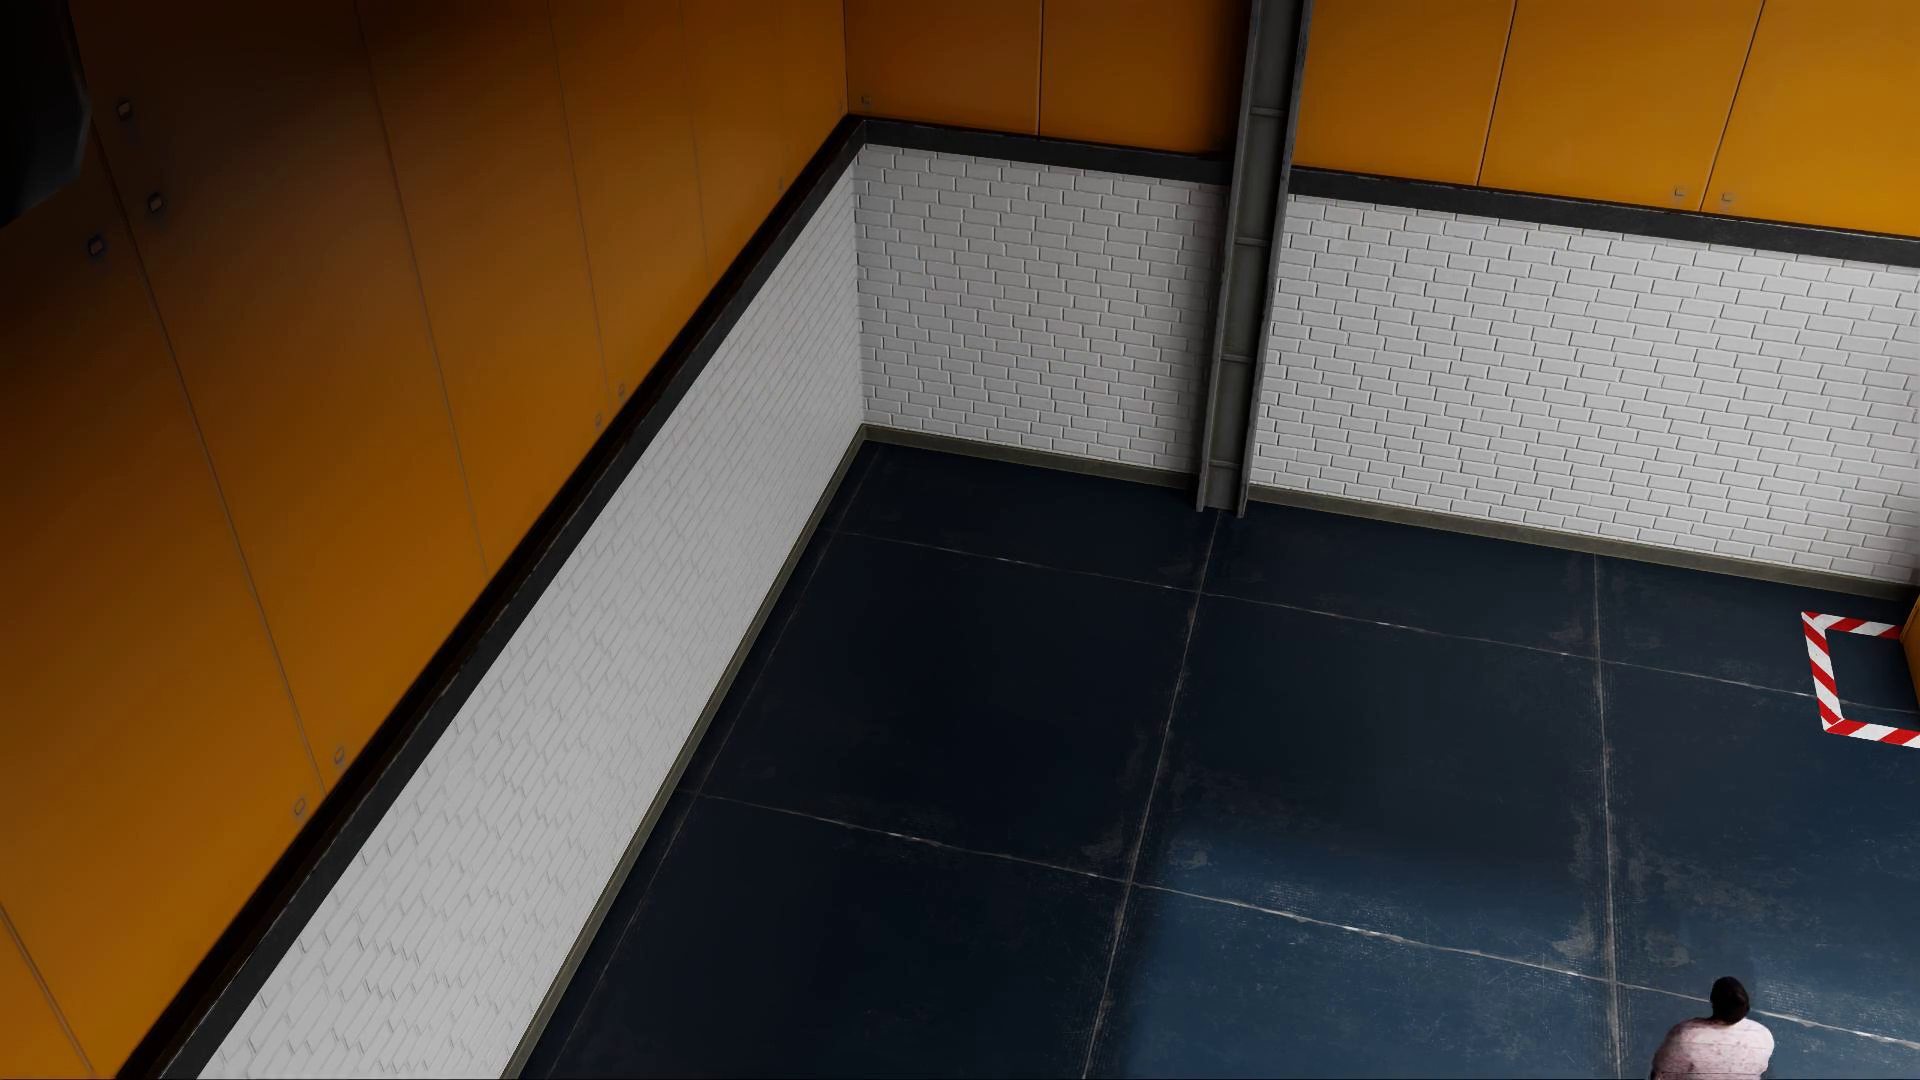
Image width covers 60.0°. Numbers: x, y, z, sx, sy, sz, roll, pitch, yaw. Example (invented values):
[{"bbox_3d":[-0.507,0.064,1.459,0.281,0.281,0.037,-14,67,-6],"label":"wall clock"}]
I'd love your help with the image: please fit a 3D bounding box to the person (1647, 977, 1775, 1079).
[{"bbox_3d":[3.802,2.887,8.536,0.803,1.728,0.820,5,39,6],"label":"person"}]
